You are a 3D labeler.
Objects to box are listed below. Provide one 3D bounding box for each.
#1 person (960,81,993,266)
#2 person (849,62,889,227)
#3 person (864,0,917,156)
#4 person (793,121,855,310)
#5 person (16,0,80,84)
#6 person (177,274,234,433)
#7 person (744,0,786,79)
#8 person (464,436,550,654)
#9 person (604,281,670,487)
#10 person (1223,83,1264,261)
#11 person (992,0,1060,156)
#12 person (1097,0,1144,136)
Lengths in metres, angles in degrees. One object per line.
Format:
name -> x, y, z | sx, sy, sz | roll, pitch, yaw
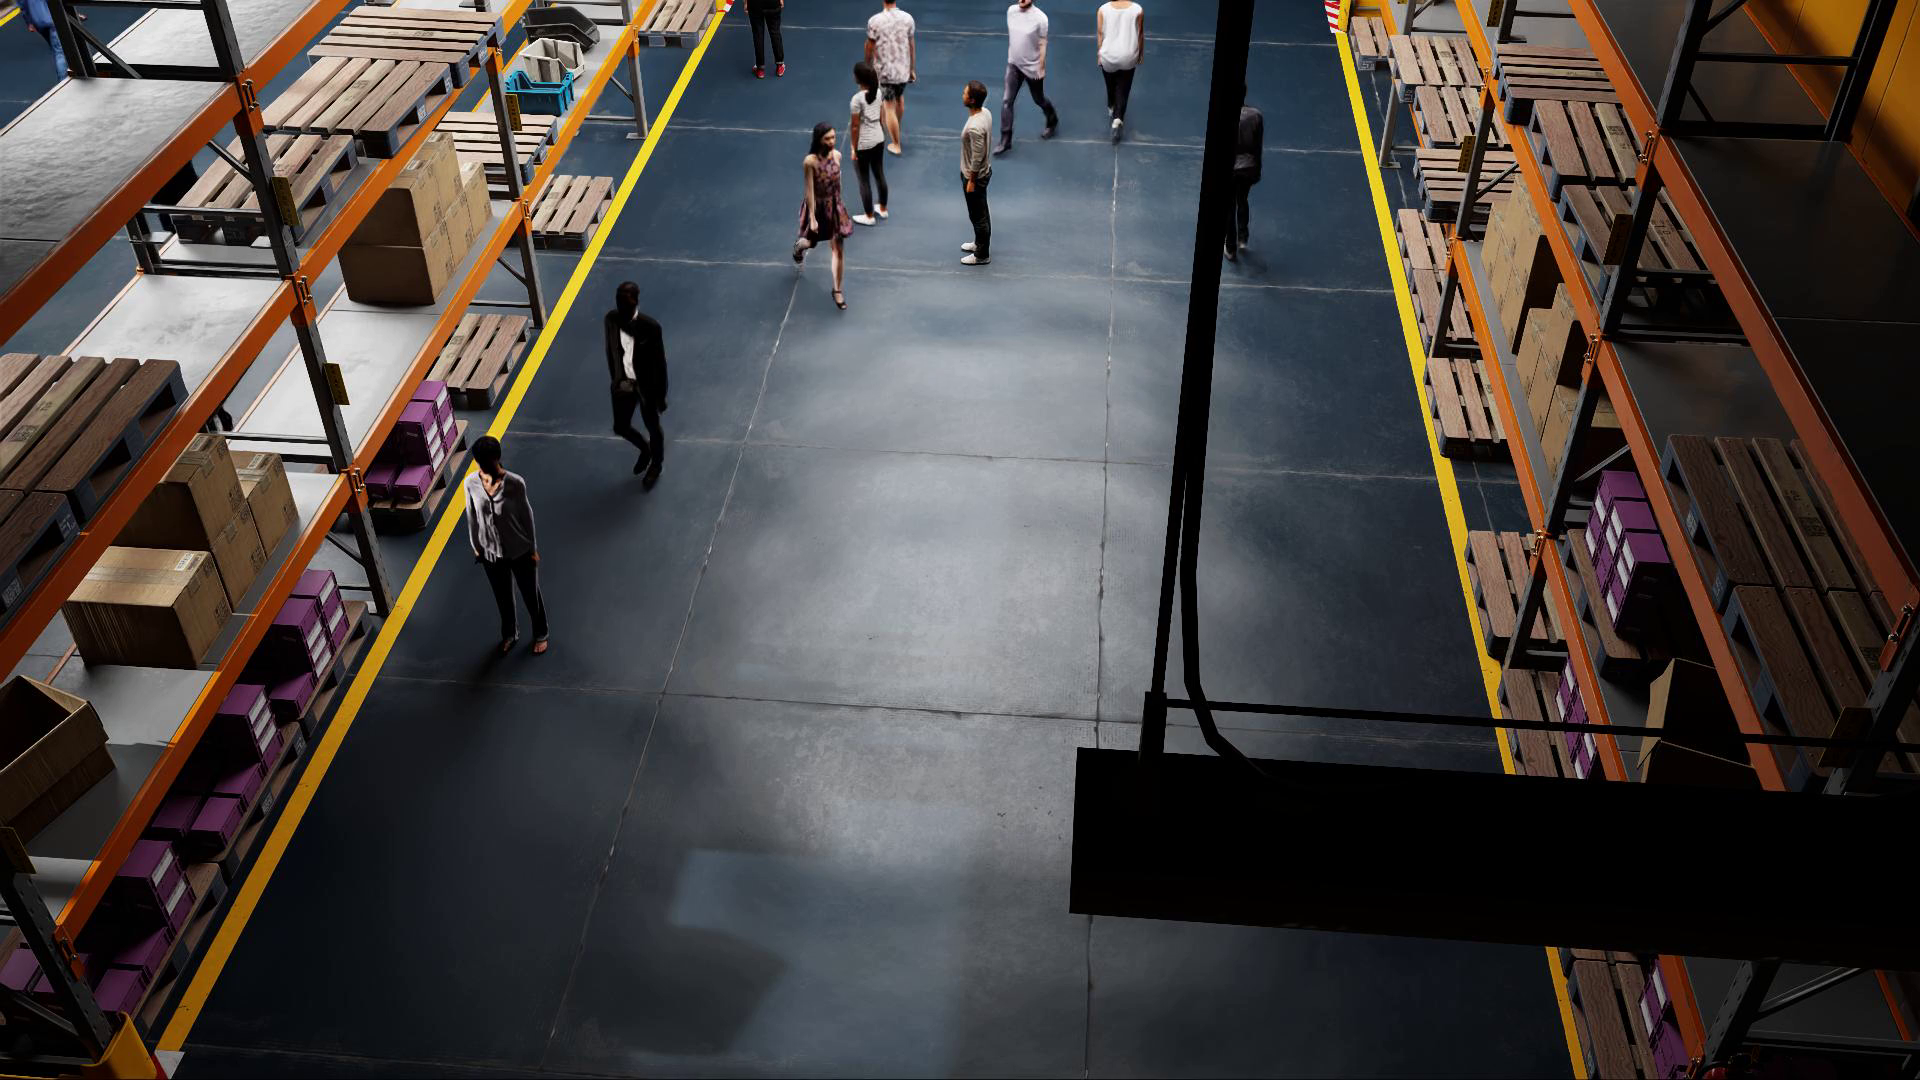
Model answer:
person -> 0.168, -3.472, 15.722 | 0.722, 1.811, 0.465 | 4, 39, 5
person -> -0.898, -3.916, 16.415 | 0.738, 1.639, 0.639 | 27, 46, 30
person -> -0.694, -4.948, 17.588 | 0.937, 1.788, 1.080 | -15, 41, -18
person -> -1.293, -2.991, 15.173 | 1.065, 1.745, 1.175 | -23, 44, -26
person -> -10.283, -5.841, 18.725 | 0.757, 1.764, 1.179 | 0, 39, 0
person -> -6.118, -1.475, 13.263 | 0.741, 1.760, 1.140 | -3, 39, -4
person -> -2.269, -6.228, 19.216 | 0.691, 1.757, 0.661 | -8, 39, -10
person -> -3.094, 0.031, 11.365 | 0.602, 1.774, 0.536 | 1, 39, 1
person -> -2.462, -1.252, 12.956 | 0.759, 1.793, 0.724 | 12, 40, 15
person -> 2.655, -3.470, 15.775 | 0.731, 1.741, 0.750 | -7, 39, -9
person -> 0.773, -5.065, 17.721 | 1.106, 1.805, 1.313 | 25, 45, 28
person -> 1.713, -5.245, 18.068 | 0.719, 1.654, 1.115 | 7, 39, 9
